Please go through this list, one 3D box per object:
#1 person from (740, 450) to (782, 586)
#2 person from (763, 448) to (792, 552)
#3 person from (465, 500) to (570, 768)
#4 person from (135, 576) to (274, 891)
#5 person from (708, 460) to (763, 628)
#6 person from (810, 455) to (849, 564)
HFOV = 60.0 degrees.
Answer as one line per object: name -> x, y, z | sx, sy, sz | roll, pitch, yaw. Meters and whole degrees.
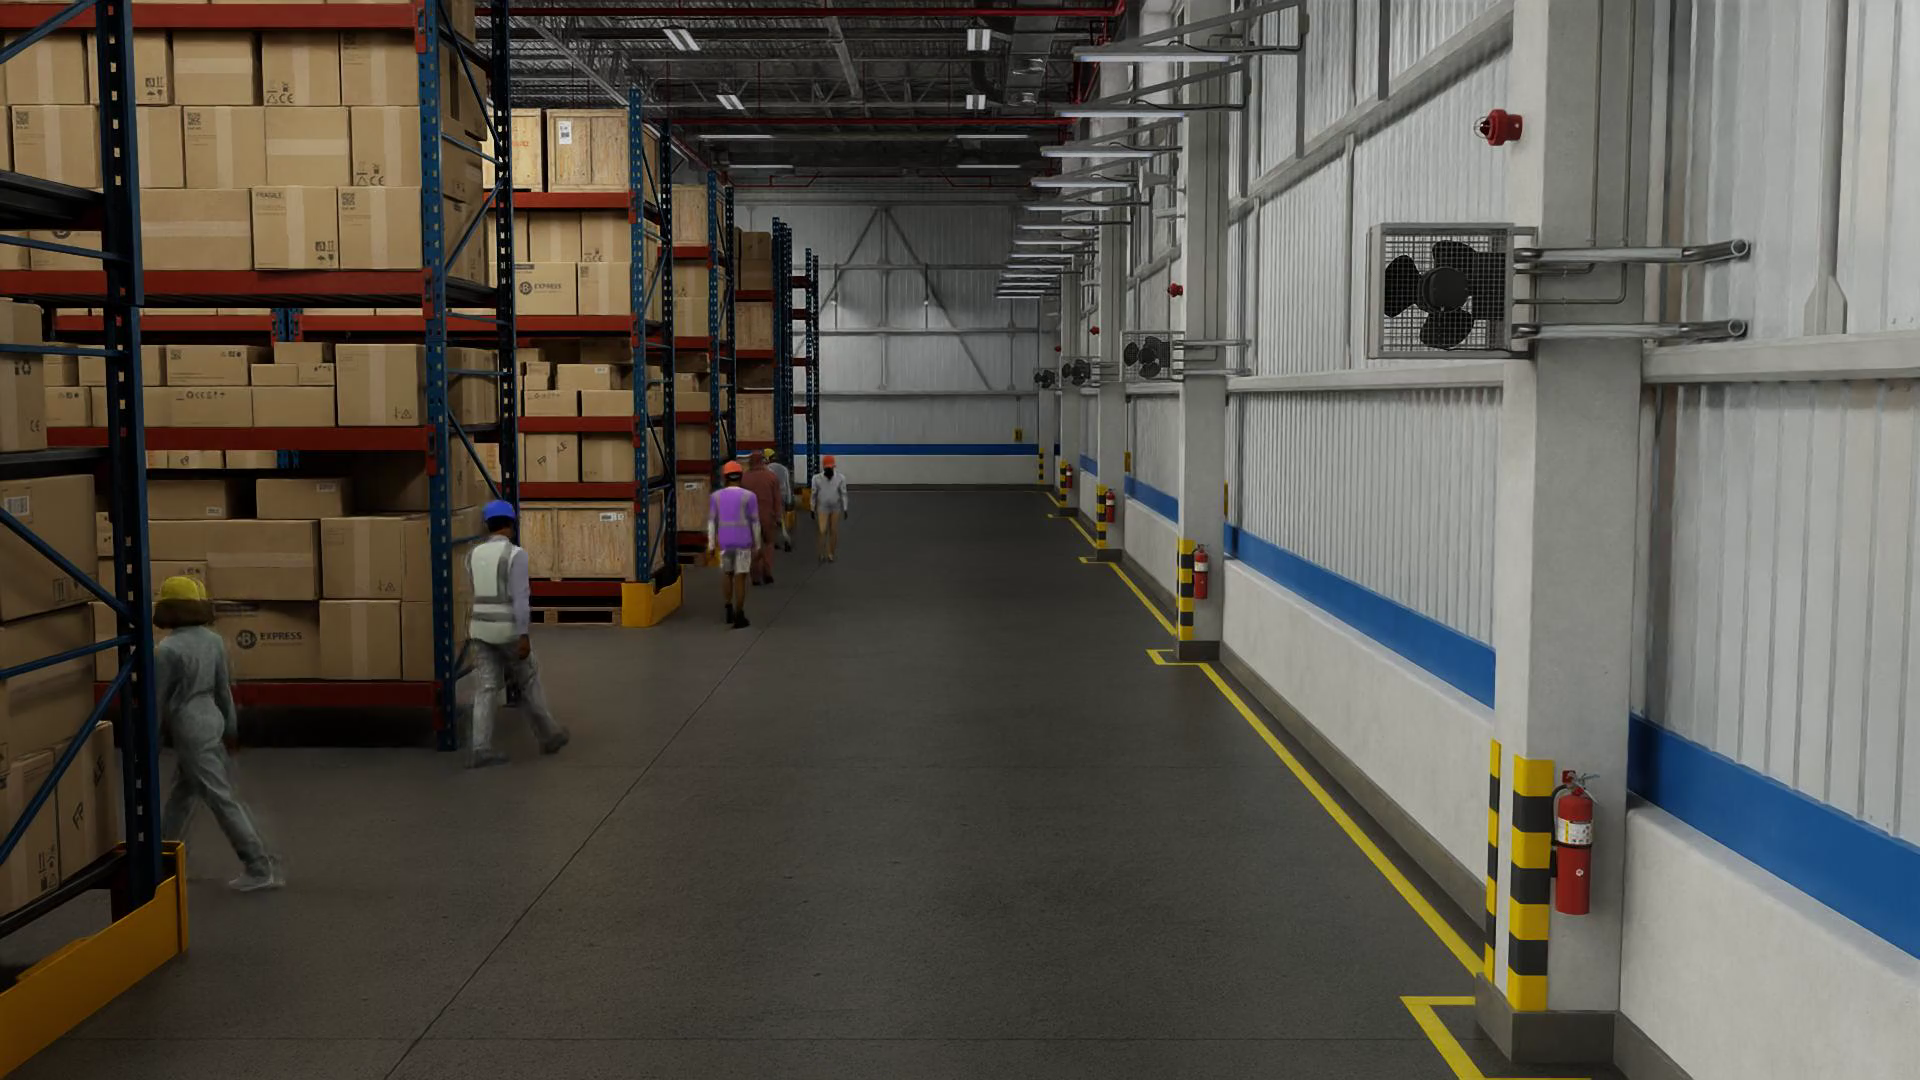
person -> -2.809, -0.314, 23.268 | 0.681, 1.884, 0.686 | 0, 5, 1
person -> -3.097, -0.683, 28.240 | 0.802, 1.784, 0.593 | 4, 6, 40
person -> -3.208, 0.659, 11.983 | 0.678, 1.879, 0.905 | 3, 6, 31
person -> -4.086, 1.031, 8.810 | 0.948, 1.674, 0.485 | 1, 5, 8
person -> -2.556, 0.047, 18.943 | 0.580, 1.905, 0.489 | 1, 5, 11
person -> -2.048, -0.471, 26.133 | 0.590, 1.707, 0.871 | -1, 5, -10
